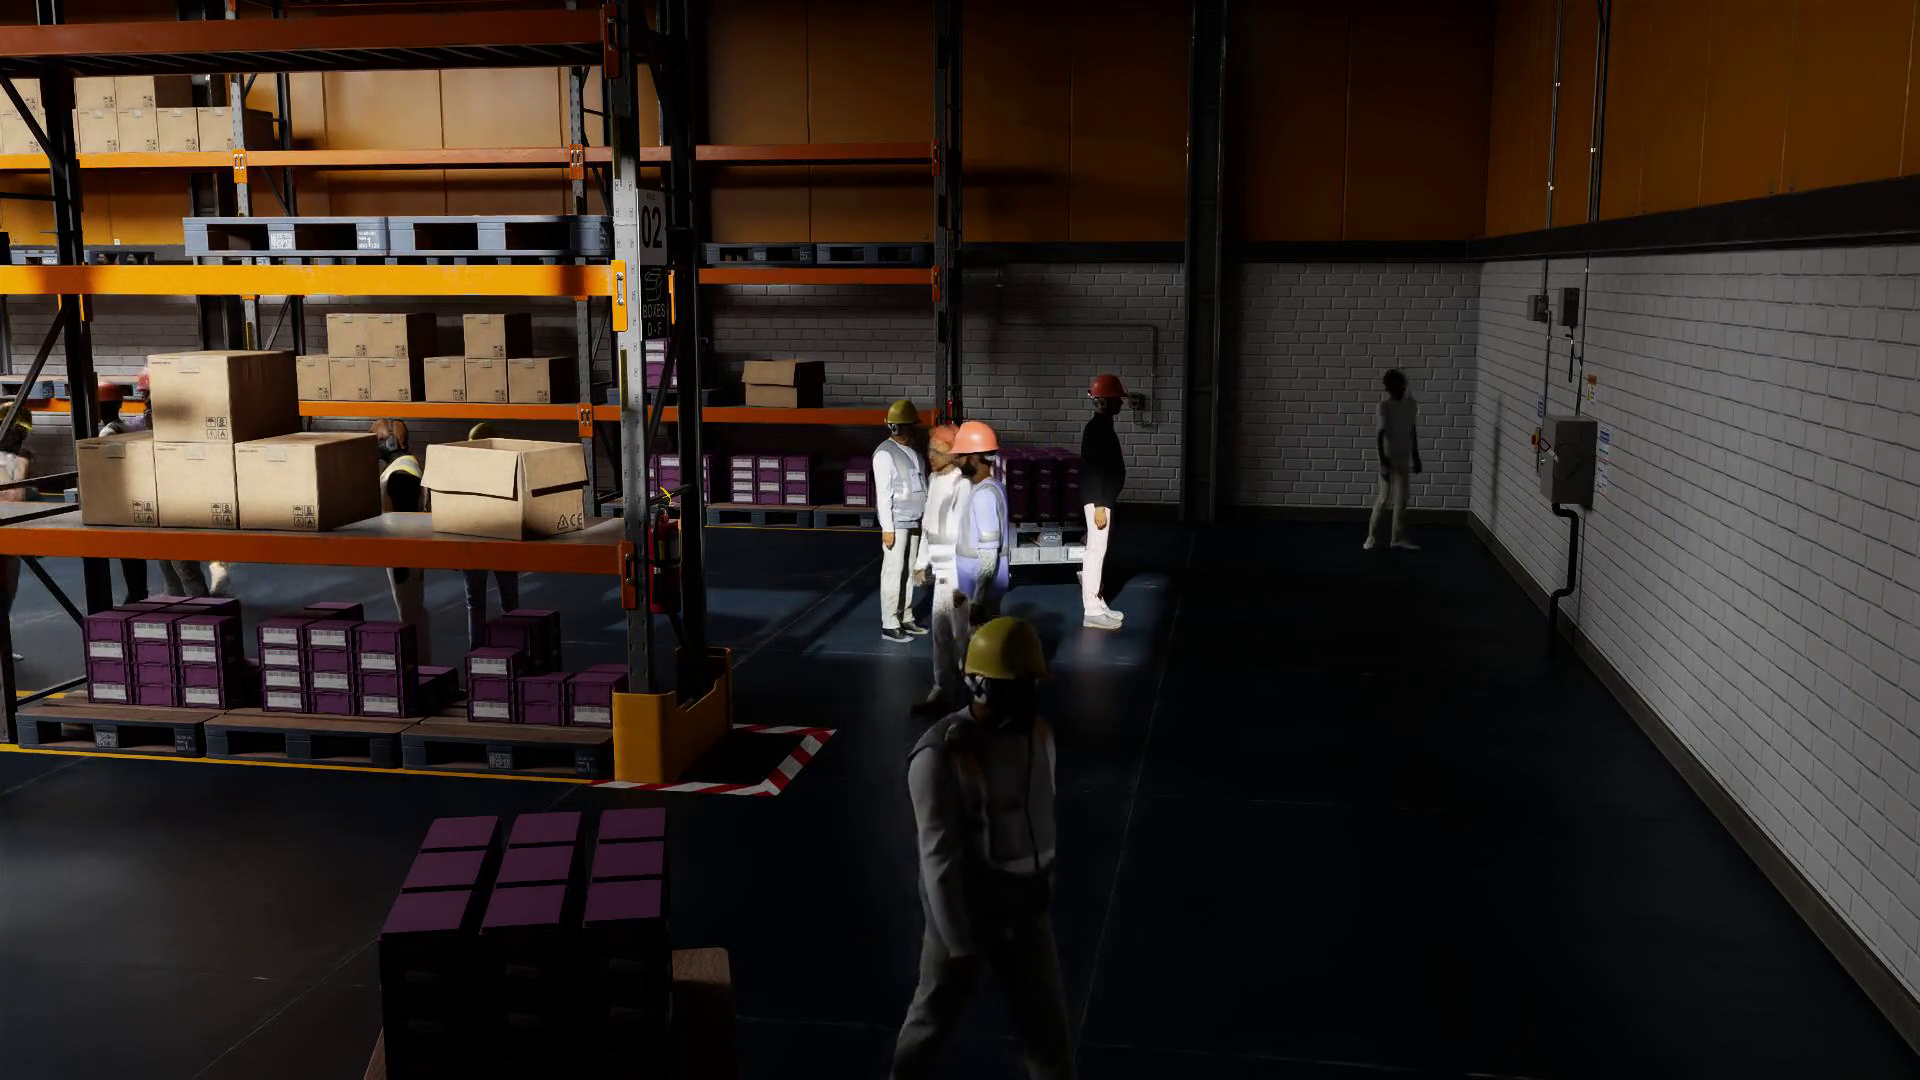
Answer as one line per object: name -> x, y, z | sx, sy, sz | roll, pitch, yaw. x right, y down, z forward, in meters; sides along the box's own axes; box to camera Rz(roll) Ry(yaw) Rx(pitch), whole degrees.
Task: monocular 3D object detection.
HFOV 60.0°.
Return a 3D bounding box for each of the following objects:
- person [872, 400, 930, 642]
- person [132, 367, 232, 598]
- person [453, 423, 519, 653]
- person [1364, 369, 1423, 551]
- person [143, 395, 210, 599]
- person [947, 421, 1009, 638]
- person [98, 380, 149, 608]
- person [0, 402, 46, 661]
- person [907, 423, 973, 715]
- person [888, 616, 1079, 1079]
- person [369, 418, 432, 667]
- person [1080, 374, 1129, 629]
person -> -0.432, -0.151, 12.664 | 0.404, 1.831, 0.600 | 4, 10, 23
person -> -6.493, -0.432, 13.830 | 0.715, 2.024, 0.627 | 4, 10, 23
person -> -3.253, 0.077, 11.471 | 0.528, 1.764, 0.332 | -3, 10, -17
person -> 4.333, -0.791, 16.656 | 0.640, 1.837, 0.394 | -6, 11, -32
person -> -5.755, -0.126, 12.182 | 0.637, 1.936, 0.355 | 7, 11, 37
person -> 0.105, 0.273, 9.715 | 0.363, 1.934, 0.552 | 1, 9, 4
person -> -6.800, -0.321, 13.394 | 0.375, 1.935, 0.551 | -2, 9, -11
person -> -6.816, -0.044, 11.835 | 0.538, 1.880, 0.609 | 3, 10, 18
person -> 0.003, 0.203, 10.344 | 0.608, 1.881, 0.749 | -2, 9, -13
person -> 0.090, 1.108, 5.033 | 0.594, 1.786, 0.944 | -8, 12, -41
person -> -3.748, 0.098, 11.142 | 0.430, 1.836, 0.621 | -4, 10, -22
person -> 1.134, -0.310, 13.145 | 0.378, 1.996, 0.610 | 2, 9, 11
